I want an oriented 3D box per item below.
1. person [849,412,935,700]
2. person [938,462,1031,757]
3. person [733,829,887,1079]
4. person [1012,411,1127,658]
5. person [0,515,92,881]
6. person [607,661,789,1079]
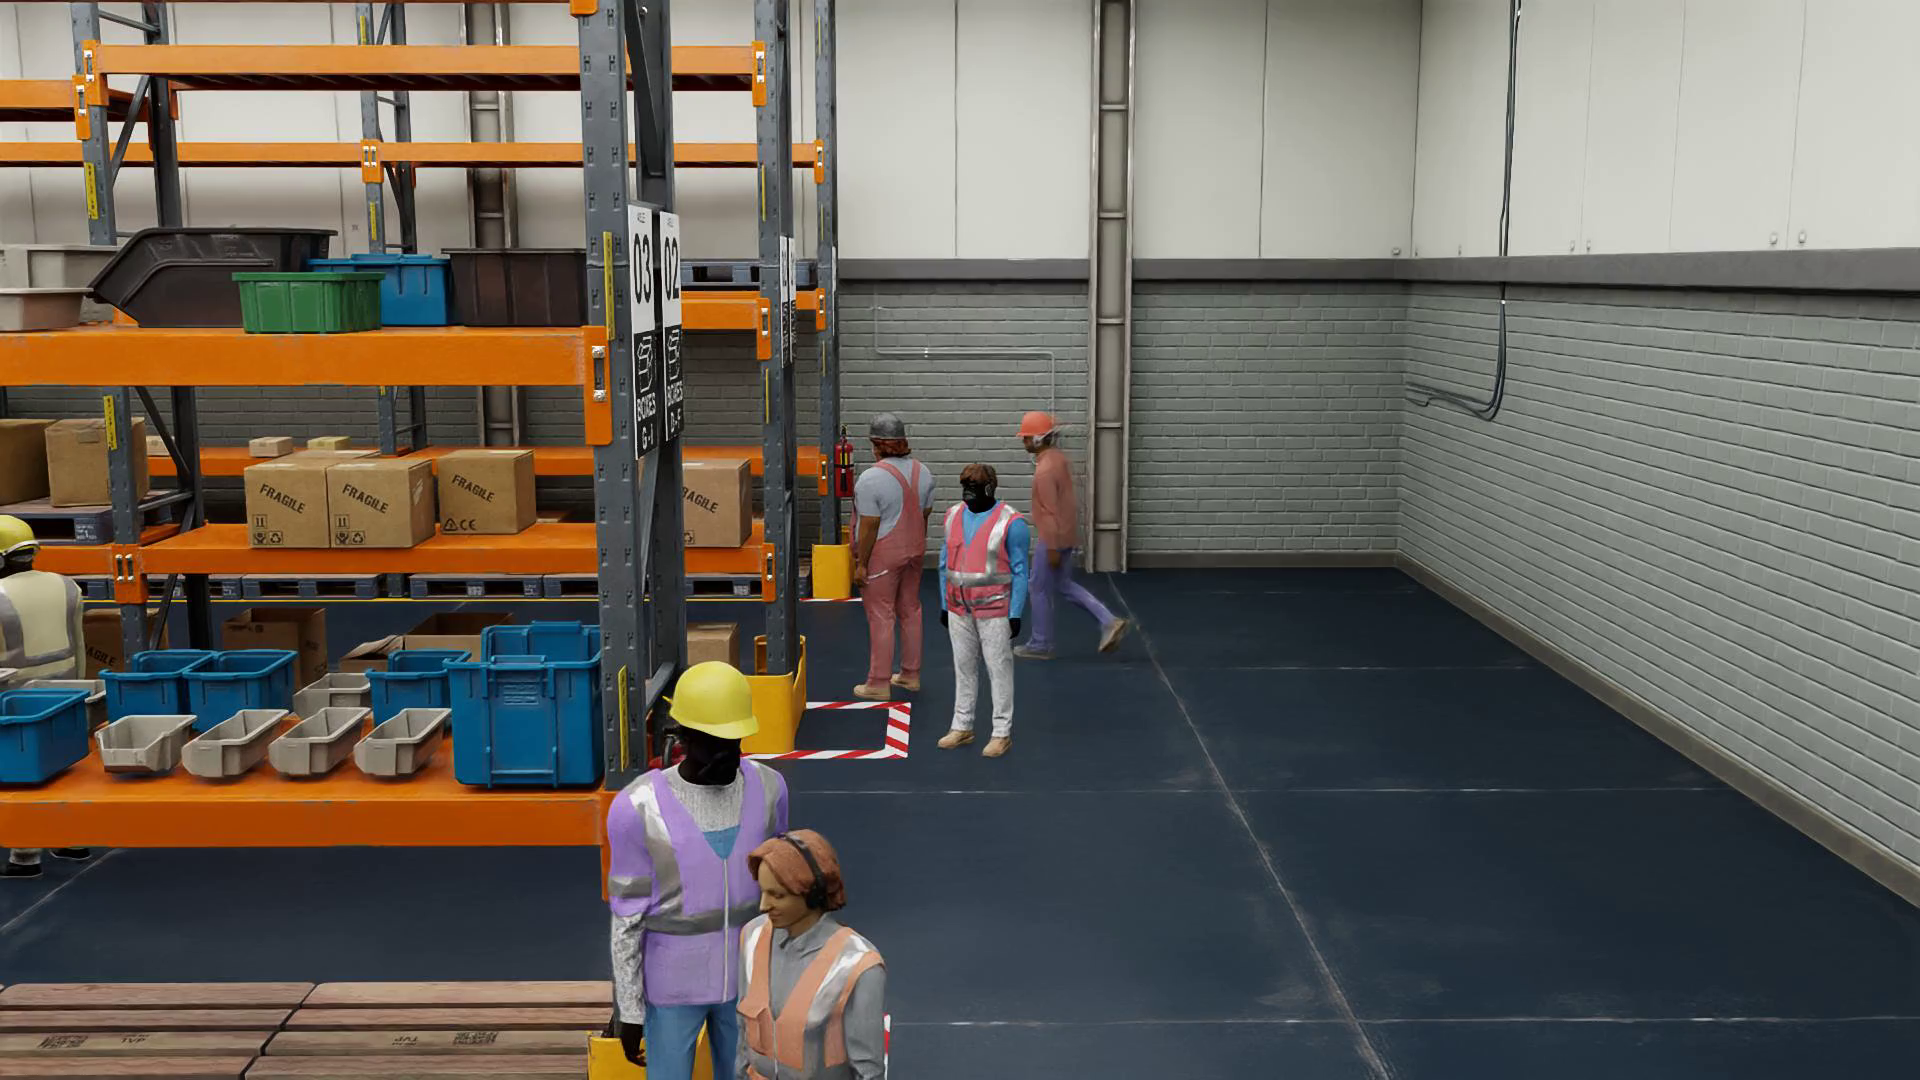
[{"bbox_3d":[-0.537,0.102,11.797,0.537,2.000,0.680,8,12,40],"label":"person"},{"bbox_3d":[0.126,0.430,10.399,0.625,1.843,0.430,6,11,34],"label":"person"},{"bbox_3d":[-0.383,1.531,4.295,0.524,1.631,0.318,8,12,40],"label":"person"},{"bbox_3d":[0.836,-0.024,12.853,0.818,1.954,0.644,3,10,17],"label":"person"},{"bbox_3d":[-4.653,0.781,8.312,0.403,1.824,0.597,4,10,24],"label":"person"},{"bbox_3d":[-0.736,1.289,4.913,0.594,1.917,0.397,-6,11,-35],"label":"person"}]
